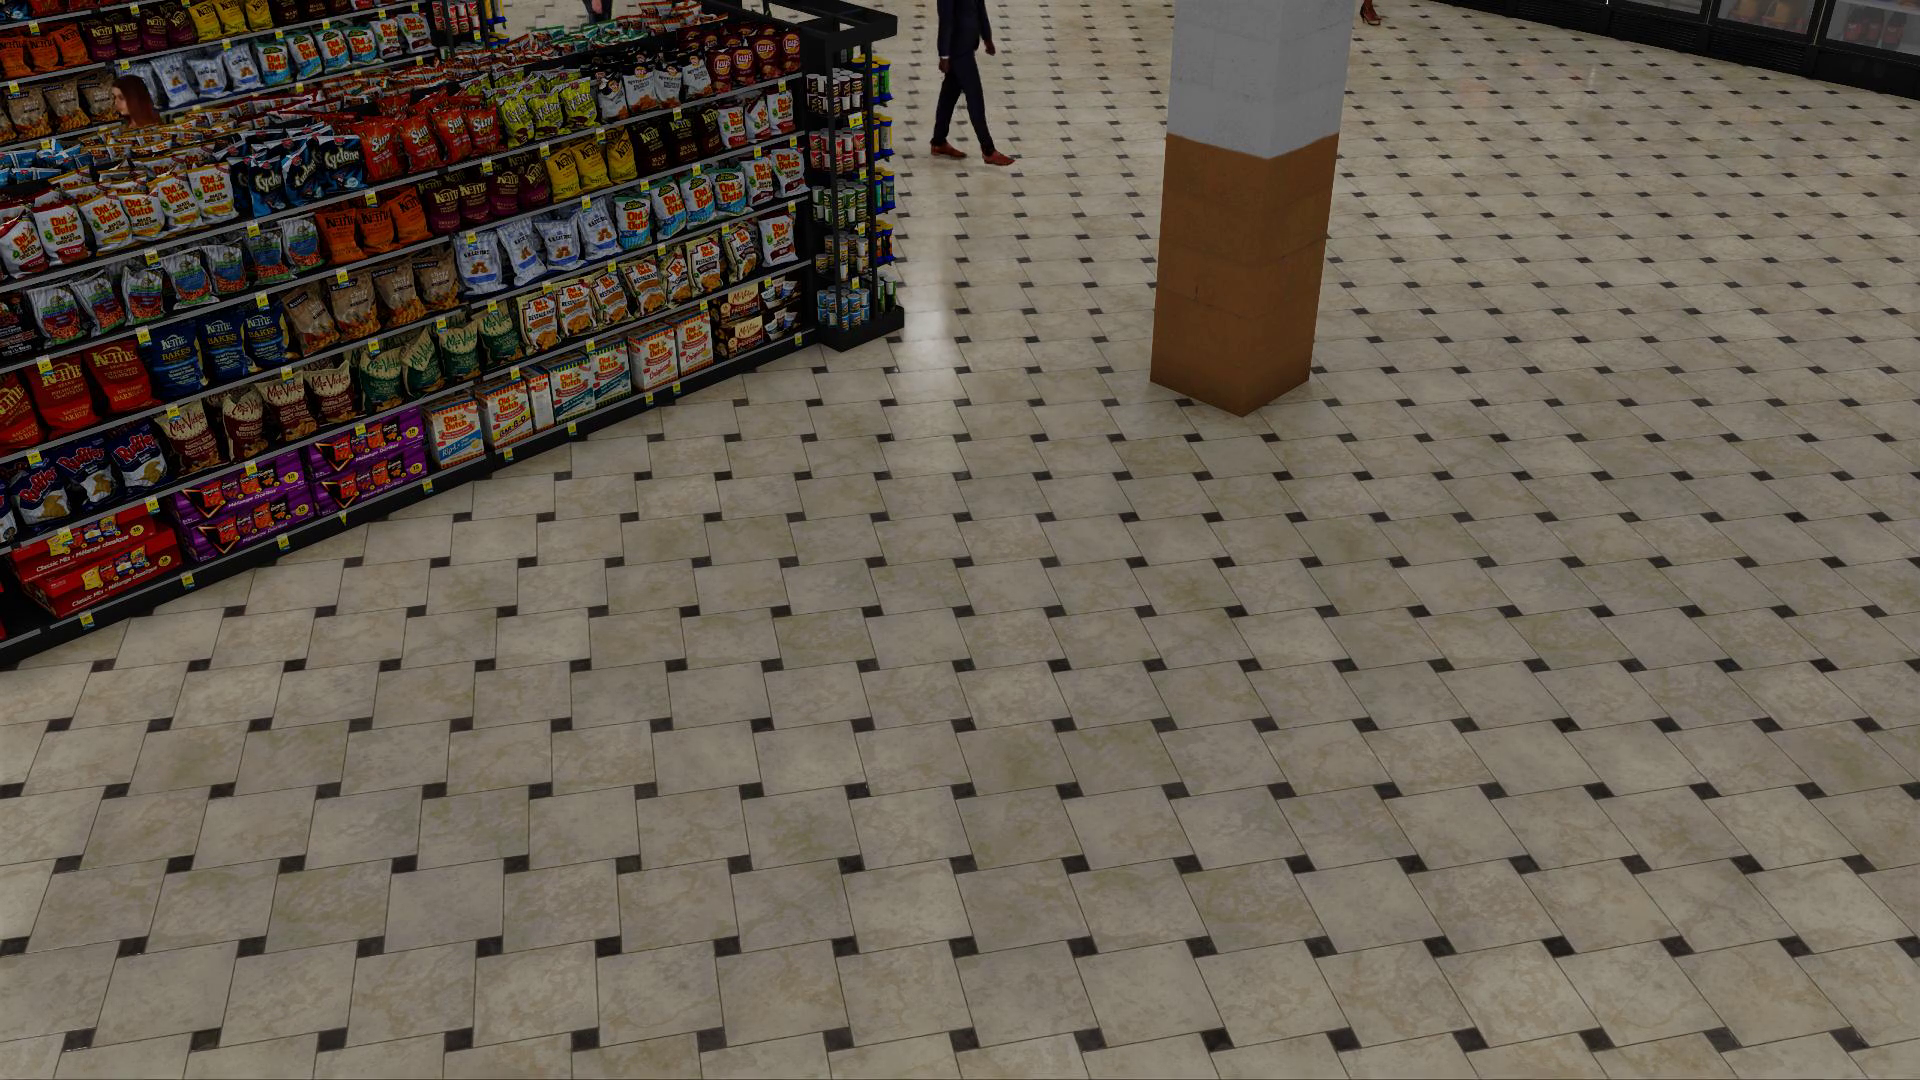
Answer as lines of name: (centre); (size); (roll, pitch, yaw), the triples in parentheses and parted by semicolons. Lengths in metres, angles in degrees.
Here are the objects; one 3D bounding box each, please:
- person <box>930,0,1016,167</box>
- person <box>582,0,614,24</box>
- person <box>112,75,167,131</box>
person: (-0.078, -3.884, 13.160); (1.031, 1.798, 1.073); (9, 33, 14)
person: (-3.184, -4.808, 14.547); (0.815, 1.903, 0.761); (-1, 32, -1)
person: (-4.827, -2.048, 10.327); (0.809, 1.675, 1.179); (18, 36, 27)
